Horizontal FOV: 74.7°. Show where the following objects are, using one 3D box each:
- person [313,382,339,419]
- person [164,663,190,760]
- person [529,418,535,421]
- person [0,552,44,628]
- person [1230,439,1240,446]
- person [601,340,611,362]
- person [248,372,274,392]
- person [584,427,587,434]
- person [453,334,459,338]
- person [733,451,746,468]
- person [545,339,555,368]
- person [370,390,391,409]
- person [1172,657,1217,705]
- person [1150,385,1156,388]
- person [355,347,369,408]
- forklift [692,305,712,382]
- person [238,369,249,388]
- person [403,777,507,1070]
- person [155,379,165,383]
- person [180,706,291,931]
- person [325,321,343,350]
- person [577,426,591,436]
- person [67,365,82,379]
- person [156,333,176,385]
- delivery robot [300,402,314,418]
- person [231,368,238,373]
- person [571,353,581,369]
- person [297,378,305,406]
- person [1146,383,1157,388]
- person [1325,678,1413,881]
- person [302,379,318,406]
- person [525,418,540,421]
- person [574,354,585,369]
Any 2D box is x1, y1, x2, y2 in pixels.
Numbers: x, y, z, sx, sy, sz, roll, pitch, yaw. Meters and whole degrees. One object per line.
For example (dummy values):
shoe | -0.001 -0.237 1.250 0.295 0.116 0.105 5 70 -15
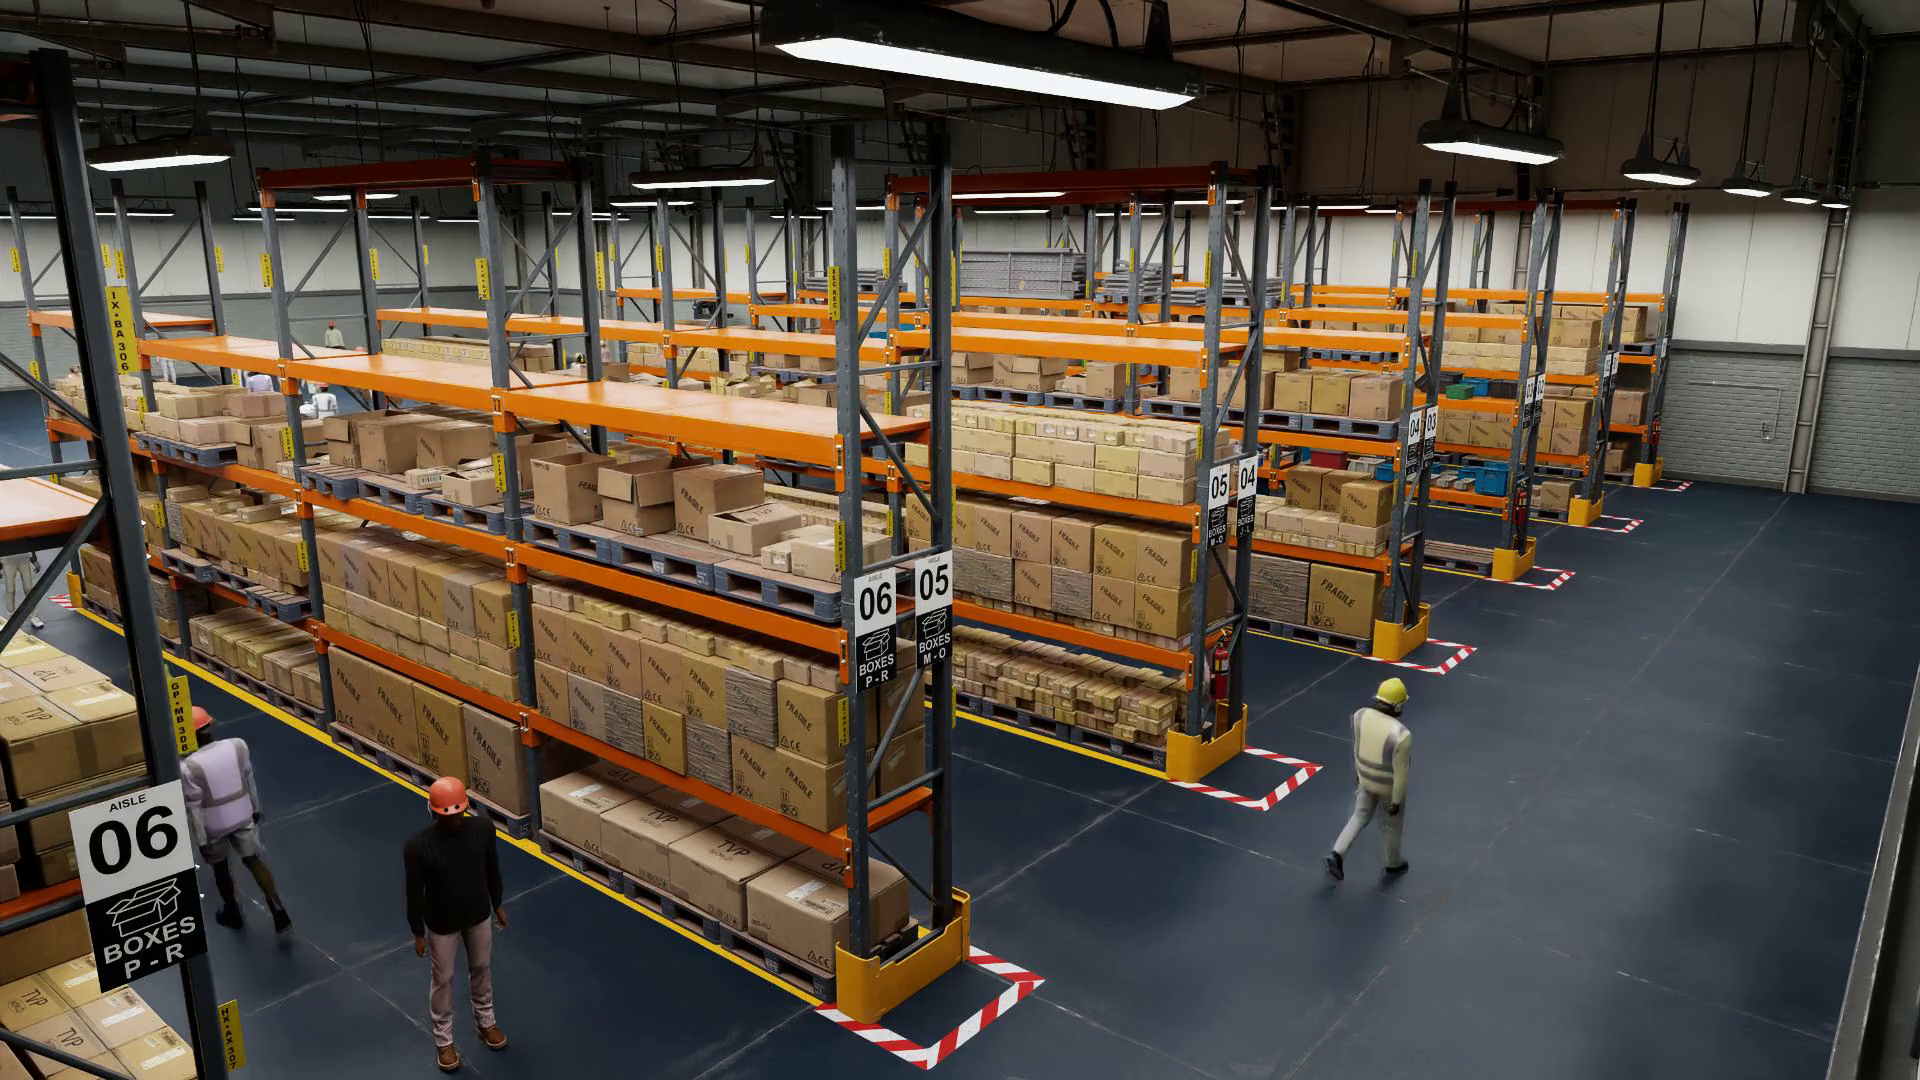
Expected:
person | -15.606 -2.992 30.983 0.550 1.912 0.933 1 14 2
person | -7.069 1.904 11.142 0.376 1.742 0.542 4 14 16
person | -10.973 -3.340 32.535 0.550 1.846 0.528 -9 16 -32
person | -13.057 0.319 17.421 0.313 1.869 0.528 12 18 40
person | 5.538 -1.601 25.841 0.518 1.616 0.366 -13 19 -43
person | -12.519 -6.134 44.209 0.455 1.752 0.525 6 15 24
person | -19.242 -3.907 34.705 0.633 1.918 0.412 -8 16 -30
person | -10.243 -3.895 34.678 0.407 1.910 0.638 11 17 37
person | -19.036 -6.995 47.900 0.471 1.687 0.537 -4 14 -15
person | -3.965 -0.713 21.823 0.618 1.789 0.886 -13 19 -42
person | -15.459 -6.893 47.677 0.501 1.592 0.862 -13 19 -42
person | -16.333 -4.131 35.691 0.668 1.883 0.664 -4 14 -18
person | 2.824 0.925 14.771 0.606 1.958 0.989 -9 16 -31
person | 4.800 -3.156 31.573 0.544 1.939 0.372 -6 15 -24
person | -18.878 -5.138 39.746 0.567 1.926 0.400 2 14 10
forklift | -9.511 -7.392 47.124 1.873 2.768 1.129 11 17 38
person | -25.140 -6.018 44.053 0.536 1.586 0.856 -4 14 -17
person | -3.289 2.478 8.277 0.623 1.992 0.396 -12 18 -41
person | -21.368 -3.555 33.918 0.519 1.600 0.850 2 14 9
person | -5.626 2.184 9.716 0.797 1.894 0.601 9 16 34
person | -25.296 -7.833 50.780 0.621 1.952 0.951 2 14 6
person | -9.269 -3.063 31.165 0.602 1.949 0.390 -13 18 -42
person | -26.147 -4.391 37.309 0.505 1.619 0.521 4 14 15
person | -28.467 -6.449 45.126 0.370 1.936 0.627 11 18 38
delivery robot | -19.204 -3.813 37.052 0.707 0.478 0.477 -12 18 -41
person | -23.020 -5.089 39.752 0.548 1.830 0.570 -2 14 -8
person | -12.024 -5.048 39.760 0.405 1.730 0.493 9 17 34
person | -20.145 -4.704 37.871 1.070 1.987 0.628 -9 17 -34
person | 5.043 -3.501 33.294 0.860 1.799 0.591 13 19 43
person | 3.493 2.020 10.559 0.796 1.812 0.594 -9 16 -32
person | -19.811 -4.825 38.559 0.990 1.896 0.561 8 16 30
person | -11.850 -3.852 34.732 0.640 1.810 0.910 -6 15 -24
person | -11.333 -4.631 37.796 0.514 1.866 0.332 5 15 21
